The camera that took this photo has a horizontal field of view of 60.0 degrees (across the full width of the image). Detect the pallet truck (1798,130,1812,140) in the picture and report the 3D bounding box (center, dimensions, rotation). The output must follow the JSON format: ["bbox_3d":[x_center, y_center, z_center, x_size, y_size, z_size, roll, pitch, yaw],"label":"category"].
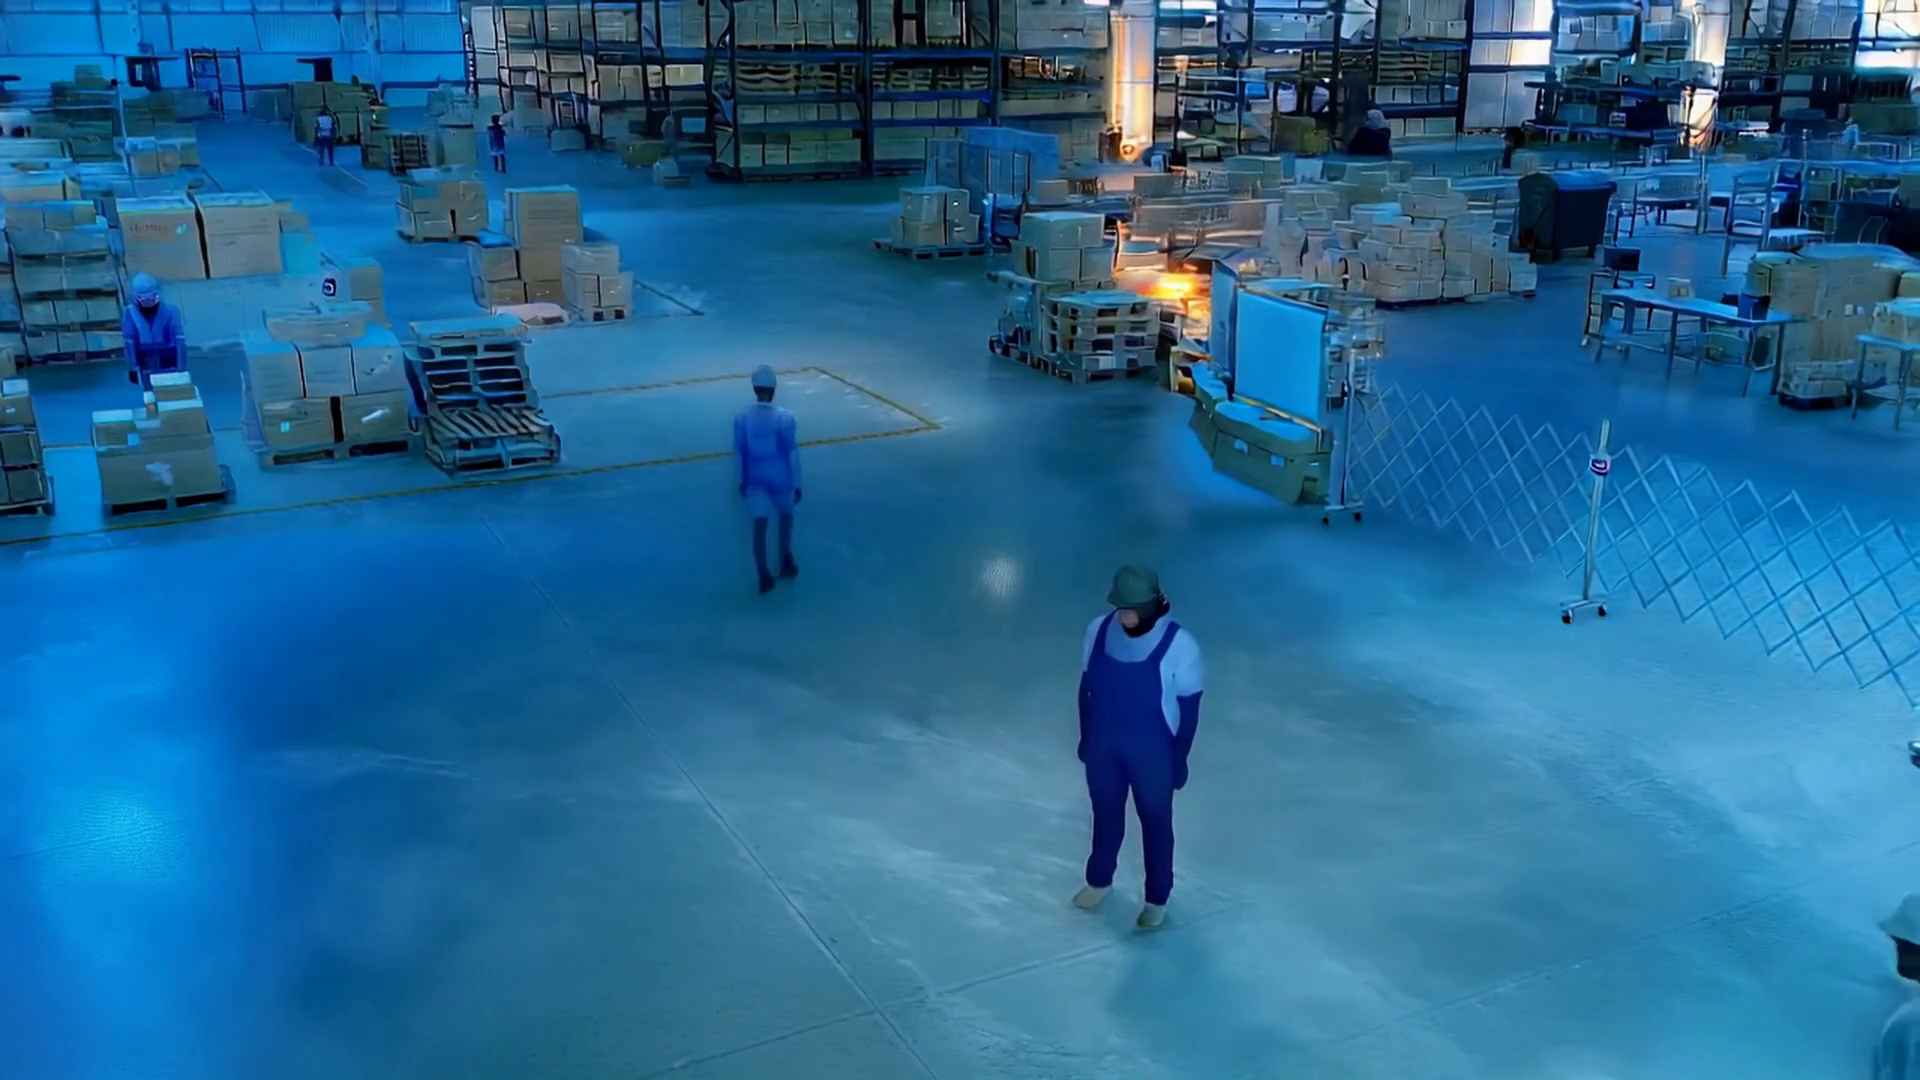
[{"bbox_3d":[25.526,-11.556,49.408,1.630,1.274,0.653,-9,20,-26],"label":"pallet truck"}]

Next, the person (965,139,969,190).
[{"bbox_3d":[0.398,-10.217,44.605,0.650,1.672,0.548,5,18,15],"label":"person"}]

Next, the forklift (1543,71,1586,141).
[{"bbox_3d":[18.685,-13.231,52.085,1.873,2.768,1.129,-9,20,-26],"label":"forklift"}]

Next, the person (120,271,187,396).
[{"bbox_3d":[-8.768,-1.915,18.152,0.615,2.043,0.373,-5,19,-16],"label":"person"}]

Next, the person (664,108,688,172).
[{"bbox_3d":[-8.520,-11.931,49.668,0.877,1.862,0.684,0,18,-1],"label":"person"}]

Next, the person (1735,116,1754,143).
[{"bbox_3d":[23.119,-11.656,49.083,0.537,1.696,0.318,-1,18,-2],"label":"person"}]

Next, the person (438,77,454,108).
[{"bbox_3d":[-21.929,-18.802,71.000,0.648,1.932,0.992,1,18,2],"label":"person"}]

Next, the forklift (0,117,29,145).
[{"bbox_3d":[-34.388,-15.480,59.095,1.873,2.768,1.129,-9,20,-26],"label":"forklift"}]

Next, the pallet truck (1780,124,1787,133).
[{"bbox_3d":[25.206,-12.542,52.601,1.601,1.201,0.680,0,18,-2],"label":"pallet truck"}]

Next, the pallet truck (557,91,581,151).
[{"bbox_3d":[-13.495,-14.412,57.188,0.823,1.965,1.885,-3,18,-9],"label":"pallet truck"}]

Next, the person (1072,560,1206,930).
[{"bbox_3d":[0.899,1.081,8.818,0.689,2.000,0.539,11,21,30],"label":"person"}]

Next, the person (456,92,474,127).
[{"bbox_3d":[-17.308,-14.724,58.287,0.459,1.919,0.628,16,24,41],"label":"person"}]

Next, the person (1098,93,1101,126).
[{"bbox_3d":[5.902,-17.768,68.058,0.539,1.732,0.611,-1,18,-3],"label":"person"}]

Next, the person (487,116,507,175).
[{"bbox_3d":[-13.621,-11.619,48.964,0.540,1.695,0.317,-9,20,-27],"label":"person"}]

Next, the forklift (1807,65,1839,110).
[{"bbox_3d":[29.744,-14.975,57.521,1.129,2.768,1.873,-9,20,-26],"label":"forklift"}]

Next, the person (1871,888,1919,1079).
[{"bbox_3d":[3.331,2.096,5.873,0.588,1.912,0.417,-15,23,-38],"label":"person"}]

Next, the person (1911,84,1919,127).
[{"bbox_3d":[39.174,-17.861,68.403,0.594,1.700,0.892,-8,19,-23],"label":"person"}]

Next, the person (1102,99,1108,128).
[{"bbox_3d":[5.825,-16.877,65.479,0.506,1.609,0.705,-9,20,-26],"label":"person"}]

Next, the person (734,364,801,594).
[{"bbox_3d":[-1.601,-0.545,14.093,0.583,1.906,0.798,2,18,7],"label":"person"}]

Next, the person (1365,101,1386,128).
[{"bbox_3d":[13.293,-13.057,53.150,0.564,1.884,0.656,-14,23,-38],"label":"person"}]

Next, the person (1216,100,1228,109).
[{"bbox_3d":[9.498,-15.322,60.280,0.580,1.827,0.526,-8,20,-24],"label":"person"}]

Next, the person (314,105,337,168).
[{"bbox_3d":[-19.343,-12.283,50.713,0.595,1.901,0.667,0,18,1],"label":"person"}]

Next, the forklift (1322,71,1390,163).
[{"bbox_3d":[12.520,-13.260,52.173,1.873,2.768,1.129,8,19,23],"label":"forklift"}]

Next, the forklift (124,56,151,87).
[{"bbox_3d":[-33.746,-18.506,68.527,1.873,2.768,1.129,7,19,21],"label":"forklift"}]

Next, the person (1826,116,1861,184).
[{"bbox_3d":[24.667,-10.769,46.012,0.650,1.900,0.971,-16,24,-41],"label":"person"}]

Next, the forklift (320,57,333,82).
[{"bbox_3d":[-25.134,-17.789,66.292,1.873,2.768,1.129,-9,20,-26],"label":"forklift"}]
